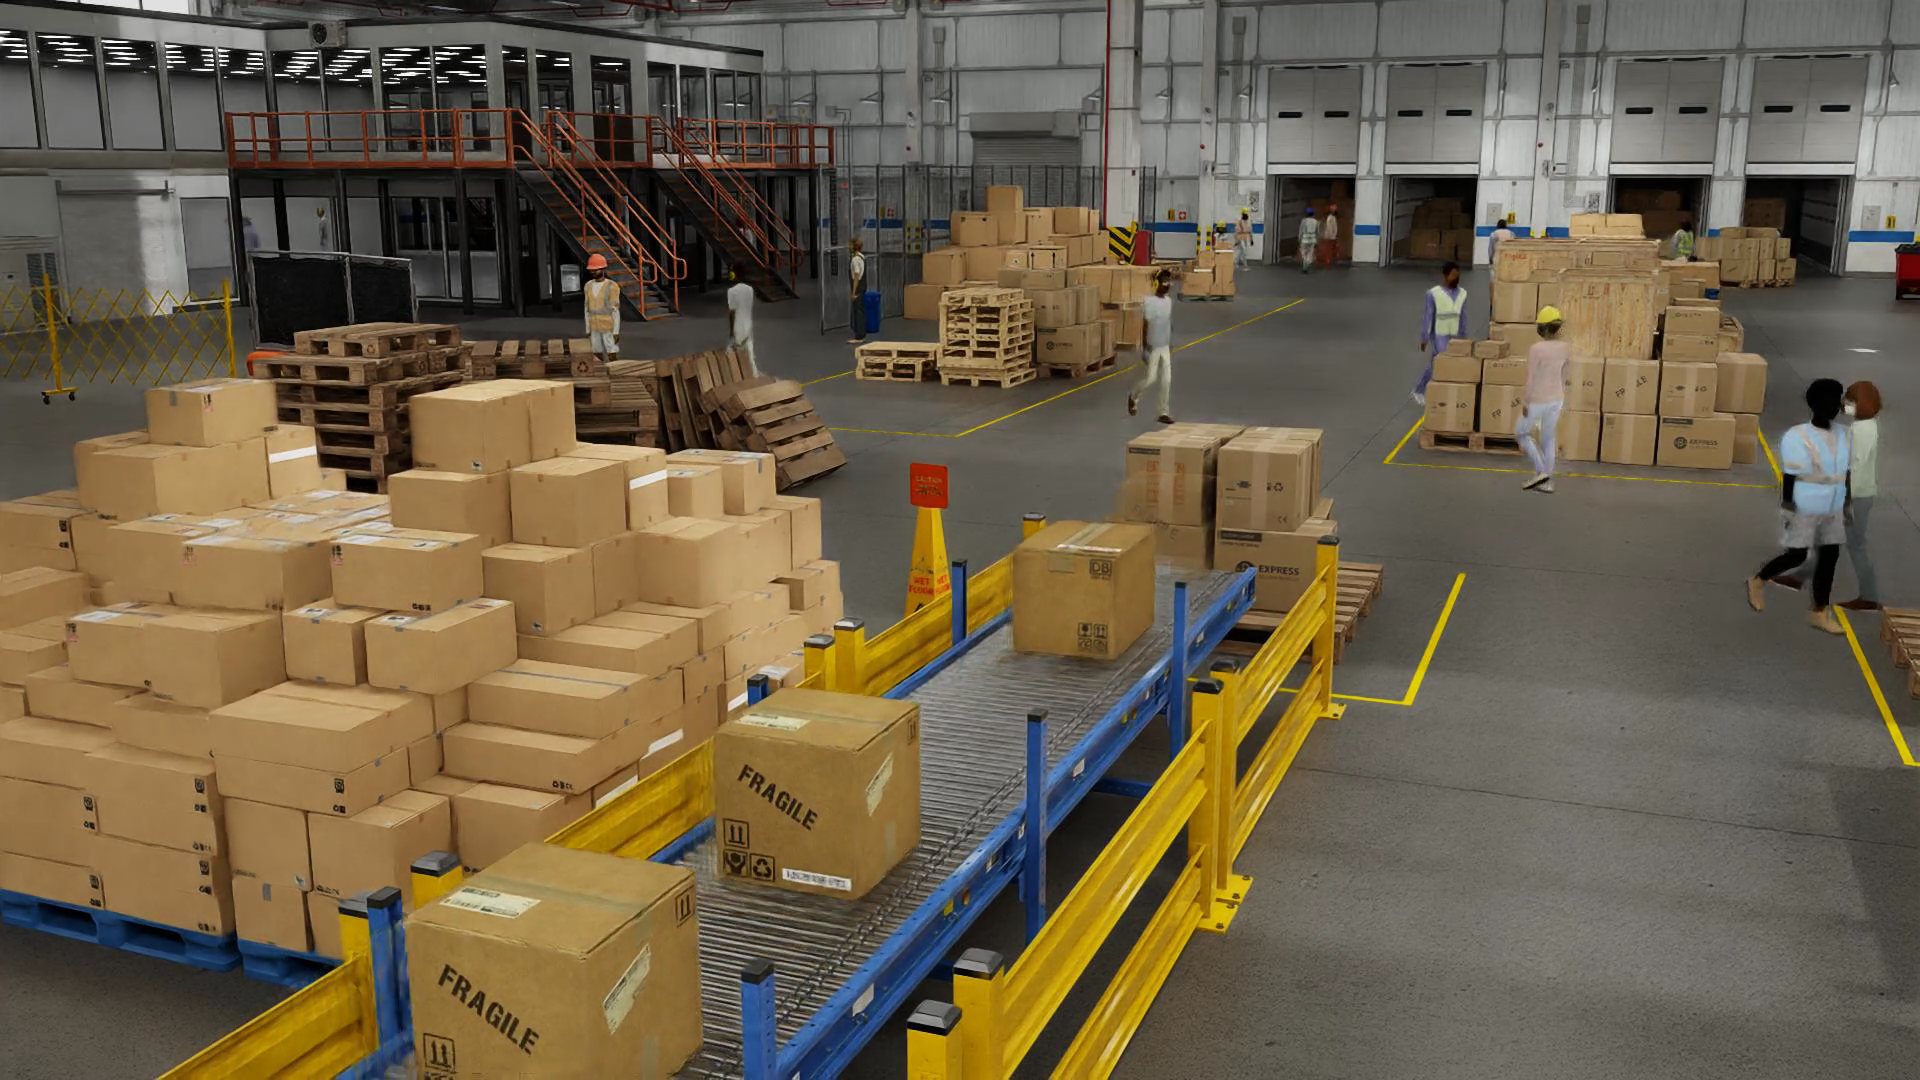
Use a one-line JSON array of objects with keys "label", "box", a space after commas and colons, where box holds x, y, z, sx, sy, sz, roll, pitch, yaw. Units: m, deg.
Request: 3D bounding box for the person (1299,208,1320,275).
[{"label": "person", "box": [10.070, -8.636, 48.106, 0.626, 1.914, 0.492, -3, 13, -11]}]

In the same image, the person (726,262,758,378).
[{"label": "person", "box": [-2.893, -2.658, 21.463, 0.871, 1.831, 0.543, 10, 16, 37]}]

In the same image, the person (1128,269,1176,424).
[{"label": "person", "box": [2.322, -2.315, 19.903, 0.530, 1.852, 0.660, -9, 15, -34]}]

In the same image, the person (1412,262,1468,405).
[{"label": "person", "box": [6.135, -2.608, 21.179, 0.598, 1.876, 0.982, -7, 14, -27]}]

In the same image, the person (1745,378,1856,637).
[{"label": "person", "box": [5.603, -0.236, 10.955, 0.545, 1.683, 0.608, -4, 13, -17]}]

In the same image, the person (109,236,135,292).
[{"label": "person", "box": [-17.707, -5.620, 35.191, 0.507, 1.631, 0.266, -2, 13, -11]}]

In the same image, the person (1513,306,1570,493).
[{"label": "person", "box": [5.461, -1.311, 15.617, 0.542, 1.750, 0.374, -6, 14, -27]}]

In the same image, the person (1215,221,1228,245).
[{"label": "person", "box": [6.460, -7.022, 41.257, 0.294, 1.744, 0.484, -4, 13, -18]}]

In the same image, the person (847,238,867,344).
[{"label": "person", "box": [-1.795, -4.332, 28.959, 0.345, 1.847, 0.507, 2, 13, 10]}]

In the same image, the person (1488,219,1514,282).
[{"label": "person", "box": [13.177, -6.918, 40.594, 0.638, 1.825, 0.452, -1, 13, -3]}]

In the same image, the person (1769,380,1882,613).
[{"label": "person", "box": [6.071, -0.319, 11.529, 0.681, 1.592, 0.556, 6, 14, 24]}]

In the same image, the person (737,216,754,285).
[{"label": "person", "box": [-5.395, -7.074, 41.193, 0.583, 1.870, 0.501, 2, 13, 10]}]

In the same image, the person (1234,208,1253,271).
[{"label": "person", "box": [8.447, -9.001, 49.796, 0.648, 1.888, 0.713, -7, 15, -30]}]

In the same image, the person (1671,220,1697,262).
[{"label": "person", "box": [17.830, -7.000, 41.063, 0.637, 1.797, 0.974, -9, 16, -36]}]

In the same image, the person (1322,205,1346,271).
[{"label": "person", "box": [11.221, -9.007, 49.642, 0.841, 1.965, 0.658, 7, 14, 27]}]

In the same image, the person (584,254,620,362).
[{"label": "person", "box": [-4.696, -2.774, 21.796, 0.542, 1.928, 0.399, 6, 14, 23]}]
